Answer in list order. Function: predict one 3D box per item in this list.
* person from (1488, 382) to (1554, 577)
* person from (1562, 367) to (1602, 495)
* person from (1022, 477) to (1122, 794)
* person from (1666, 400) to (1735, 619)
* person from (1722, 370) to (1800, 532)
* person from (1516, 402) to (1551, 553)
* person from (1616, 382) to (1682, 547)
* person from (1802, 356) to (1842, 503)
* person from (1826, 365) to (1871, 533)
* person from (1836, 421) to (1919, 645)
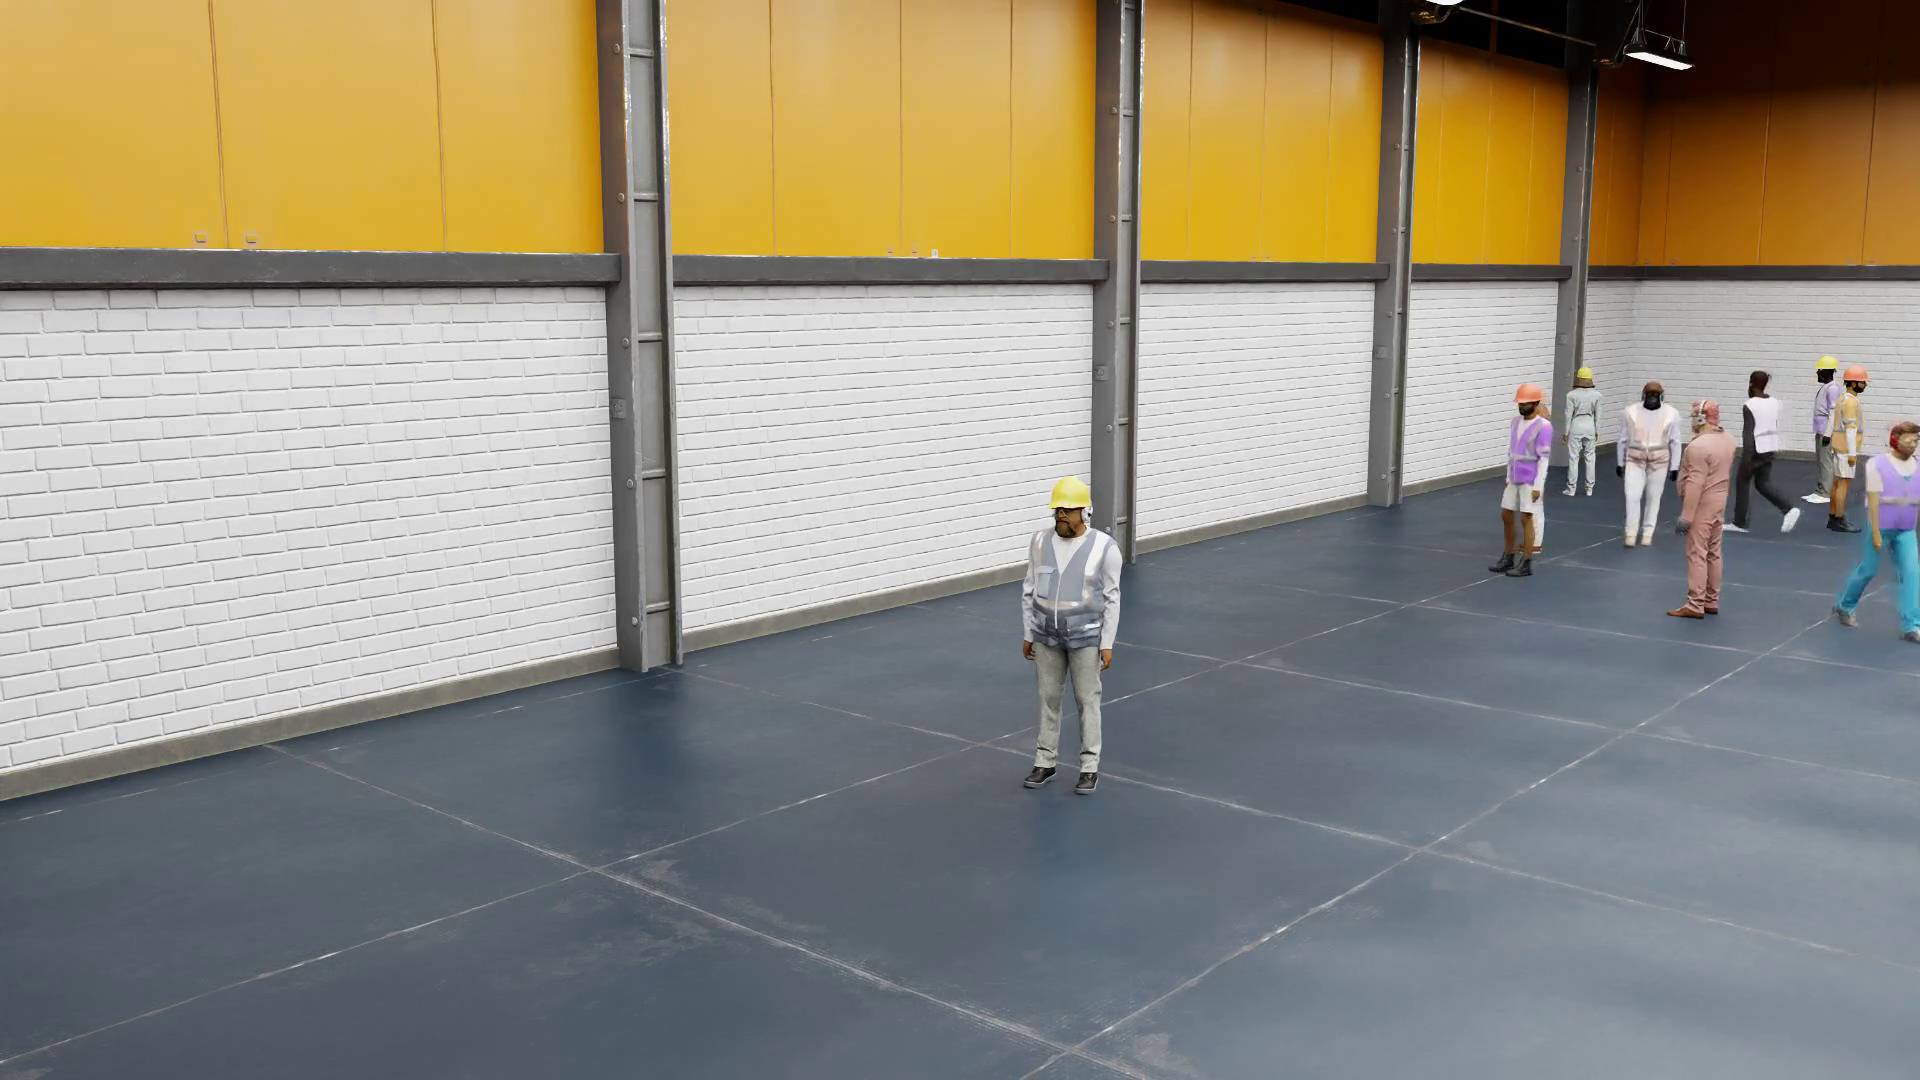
[{"bbox_3d":[5.569,-0.594,16.455,0.414,1.928,0.586,-3,10,-21],"label":"person"},{"bbox_3d":[8.405,-1.468,22.507,0.493,1.743,0.297,0,9,0],"label":"person"},{"bbox_3d":[0.623,0.544,9.590,0.590,1.833,0.404,4,10,24],"label":"person"},{"bbox_3d":[6.431,-0.263,14.471,0.689,1.902,0.400,-8,12,-42],"label":"person"},{"bbox_3d":[9.256,-1.000,19.126,0.598,1.894,0.779,-6,11,-32],"label":"person"},{"bbox_3d":[6.169,-0.675,17.873,0.279,1.633,0.505,4,10,25],"label":"person"},{"bbox_3d":[7.481,-0.802,18.095,0.661,1.811,0.833,4,10,24],"label":"person"},{"bbox_3d":[11.299,-1.441,21.760,0.368,1.926,0.594,3,9,17],"label":"person"},{"bbox_3d":[10.333,-1.059,19.332,0.354,1.939,0.544,3,9,17],"label":"person"},{"bbox_3d":[7.663,-0.095,13.722,0.557,1.804,0.975,-1,9,-4],"label":"person"}]
